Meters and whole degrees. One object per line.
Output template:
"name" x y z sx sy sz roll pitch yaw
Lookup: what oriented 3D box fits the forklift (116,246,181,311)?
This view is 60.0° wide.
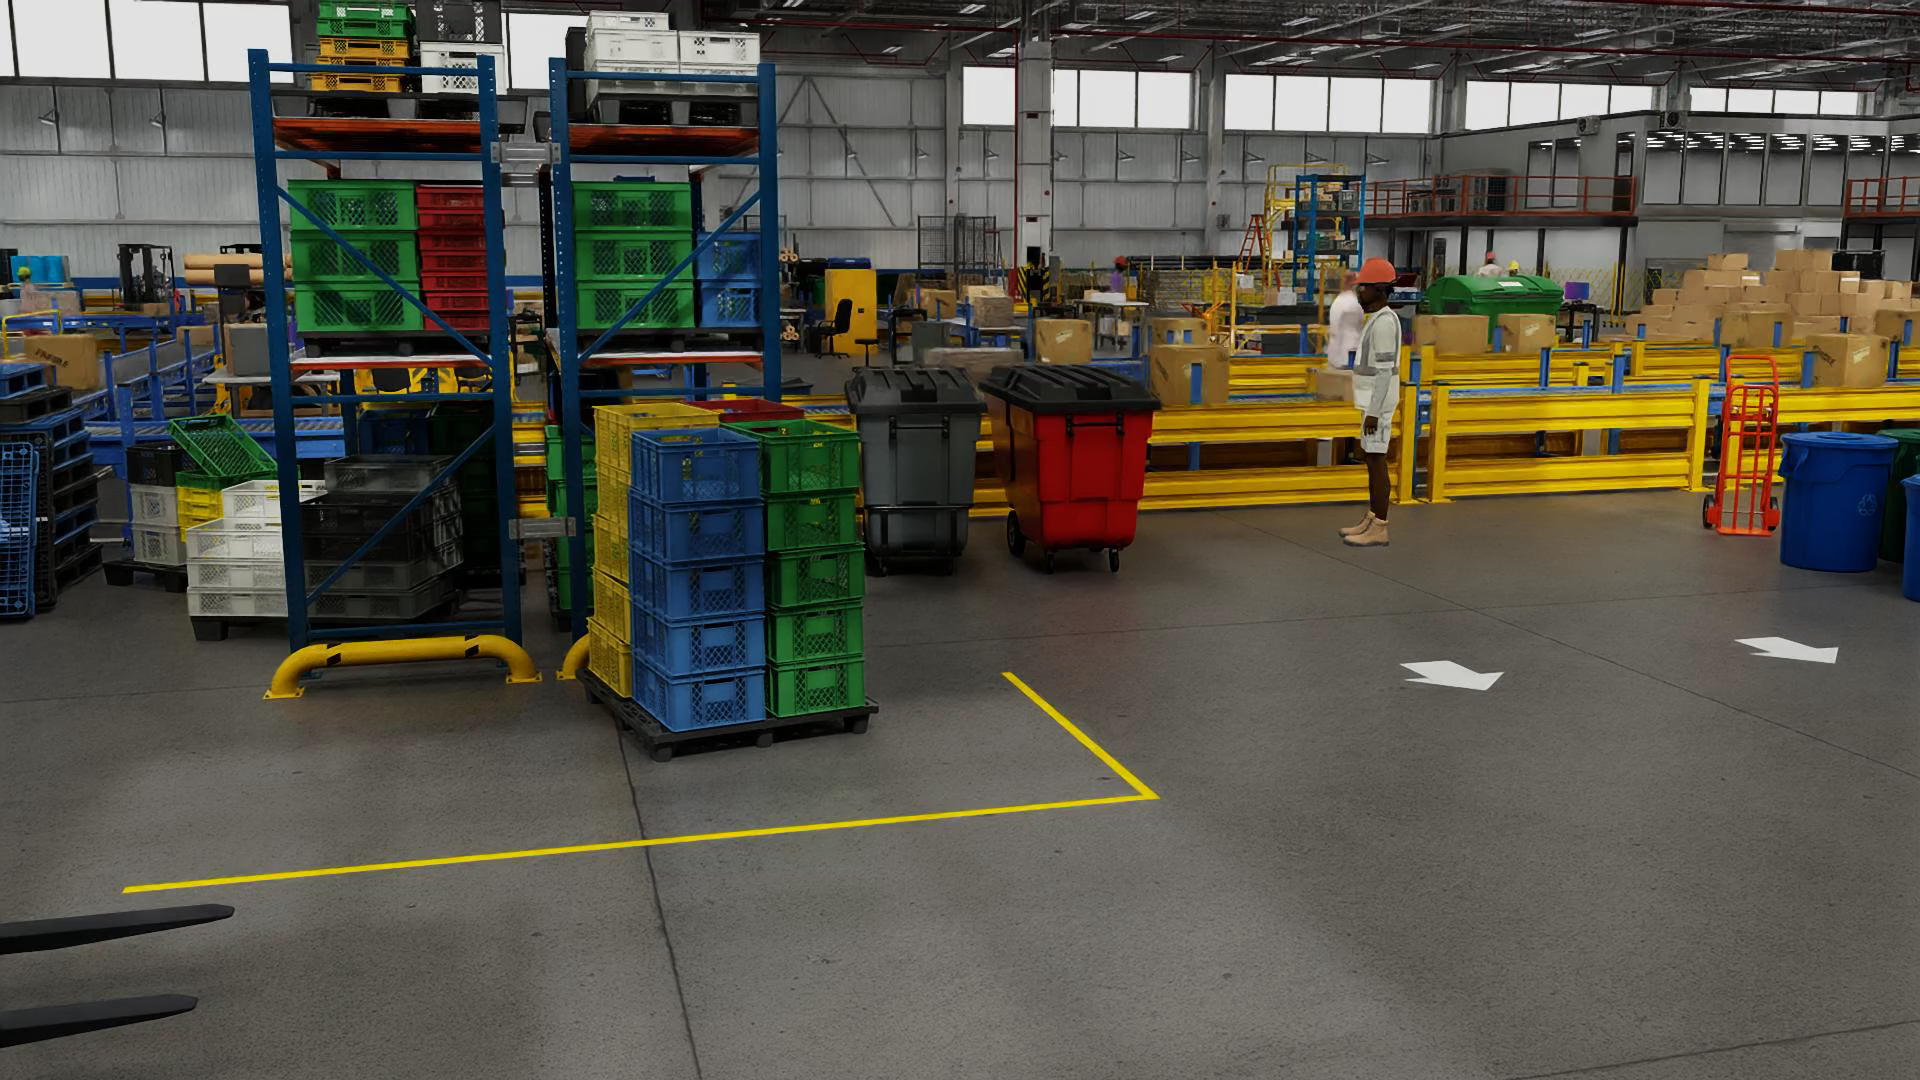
"forklift" -19.966 -6.232 40.894 1.157 1.987 2.680 -3 10 -15

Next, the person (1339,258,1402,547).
"person" 2.927 -0.971 11.821 0.370 2.044 0.608 2 10 9

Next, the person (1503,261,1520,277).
"person" 11.701 -4.999 35.264 0.595 1.824 0.404 6 12 30

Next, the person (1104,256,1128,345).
"person" 3.412 -5.171 35.956 0.432 1.917 0.567 2 10 14

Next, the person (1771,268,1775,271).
"person" 15.296 -4.258 31.362 0.508 1.711 0.769 0 10 -1

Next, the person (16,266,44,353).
"person" -18.000 -4.436 32.276 0.681 1.744 0.532 -10 14 -44

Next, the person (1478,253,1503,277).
"person" 13.388 -6.292 42.171 0.642 1.952 0.933 1 10 4

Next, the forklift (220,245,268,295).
"forklift" -17.749 -6.334 41.440 1.157 1.987 2.680 -3 10 -17

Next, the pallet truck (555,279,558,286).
"pallet truck" -10.604 -6.375 44.520 0.653 1.274 1.630 -3 10 -15

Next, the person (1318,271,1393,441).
"person" 4.260 -1.984 18.095 1.010 1.847 0.664 -2 10 -9
